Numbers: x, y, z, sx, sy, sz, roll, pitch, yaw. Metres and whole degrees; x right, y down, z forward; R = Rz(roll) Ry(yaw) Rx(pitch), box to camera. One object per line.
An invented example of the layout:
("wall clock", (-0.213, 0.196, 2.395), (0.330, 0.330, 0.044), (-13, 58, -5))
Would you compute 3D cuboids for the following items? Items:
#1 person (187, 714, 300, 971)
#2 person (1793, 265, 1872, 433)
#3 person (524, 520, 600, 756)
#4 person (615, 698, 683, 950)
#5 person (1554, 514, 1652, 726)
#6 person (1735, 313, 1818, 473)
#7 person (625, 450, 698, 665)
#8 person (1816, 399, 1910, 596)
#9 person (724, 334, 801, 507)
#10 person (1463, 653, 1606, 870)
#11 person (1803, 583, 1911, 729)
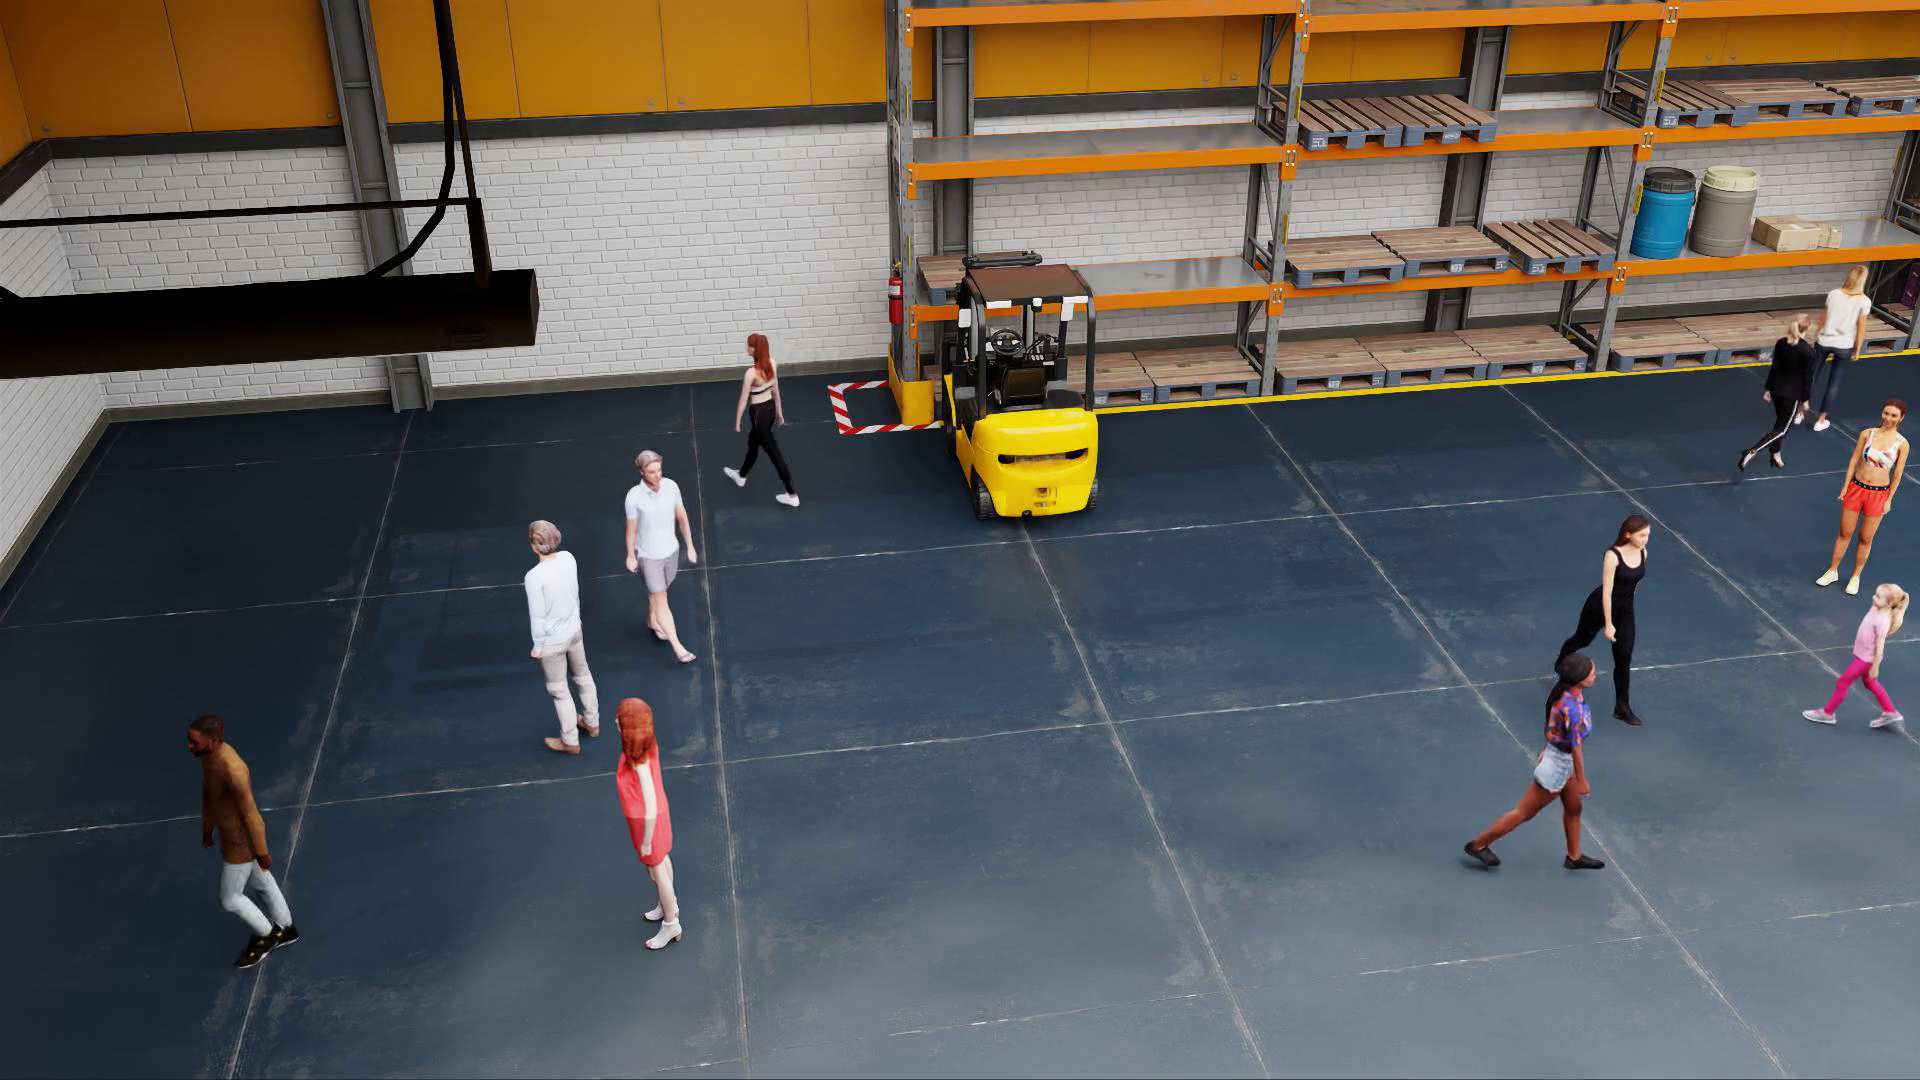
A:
("person", (-4.376, 1.810, 10.335), (0.804, 1.803, 0.768), (-22, 35, -34))
("person", (9.089, -1.995, 17.305), (0.683, 1.809, 0.726), (21, 35, 33))
("person", (-2.953, 0.704, 12.270), (0.785, 1.892, 0.749), (15, 32, 26))
("person", (-1.943, 1.759, 10.405), (0.500, 1.826, 0.599), (-5, 29, -8))
("person", (4.945, 0.537, 12.839), (1.142, 1.641, 0.799), (-10, 30, -18))
("person", (8.048, -1.383, 16.315), (1.052, 1.683, 0.739), (-11, 31, -20))
("person", (-2.506, 0.074, 13.531), (1.174, 1.791, 1.113), (-23, 36, -35))
("person", (7.852, -0.390, 14.381), (0.681, 1.792, 0.731), (23, 36, 36))
("person", (-1.790, -1.094, 15.773), (1.196, 1.694, 1.105), (17, 33, 28))
("person", (3.837, 1.518, 10.976), (1.234, 1.702, 0.928), (7, 29, 12))
("person", (6.945, 0.889, 12.601), (0.959, 1.251, 0.789), (11, 30, 19))
